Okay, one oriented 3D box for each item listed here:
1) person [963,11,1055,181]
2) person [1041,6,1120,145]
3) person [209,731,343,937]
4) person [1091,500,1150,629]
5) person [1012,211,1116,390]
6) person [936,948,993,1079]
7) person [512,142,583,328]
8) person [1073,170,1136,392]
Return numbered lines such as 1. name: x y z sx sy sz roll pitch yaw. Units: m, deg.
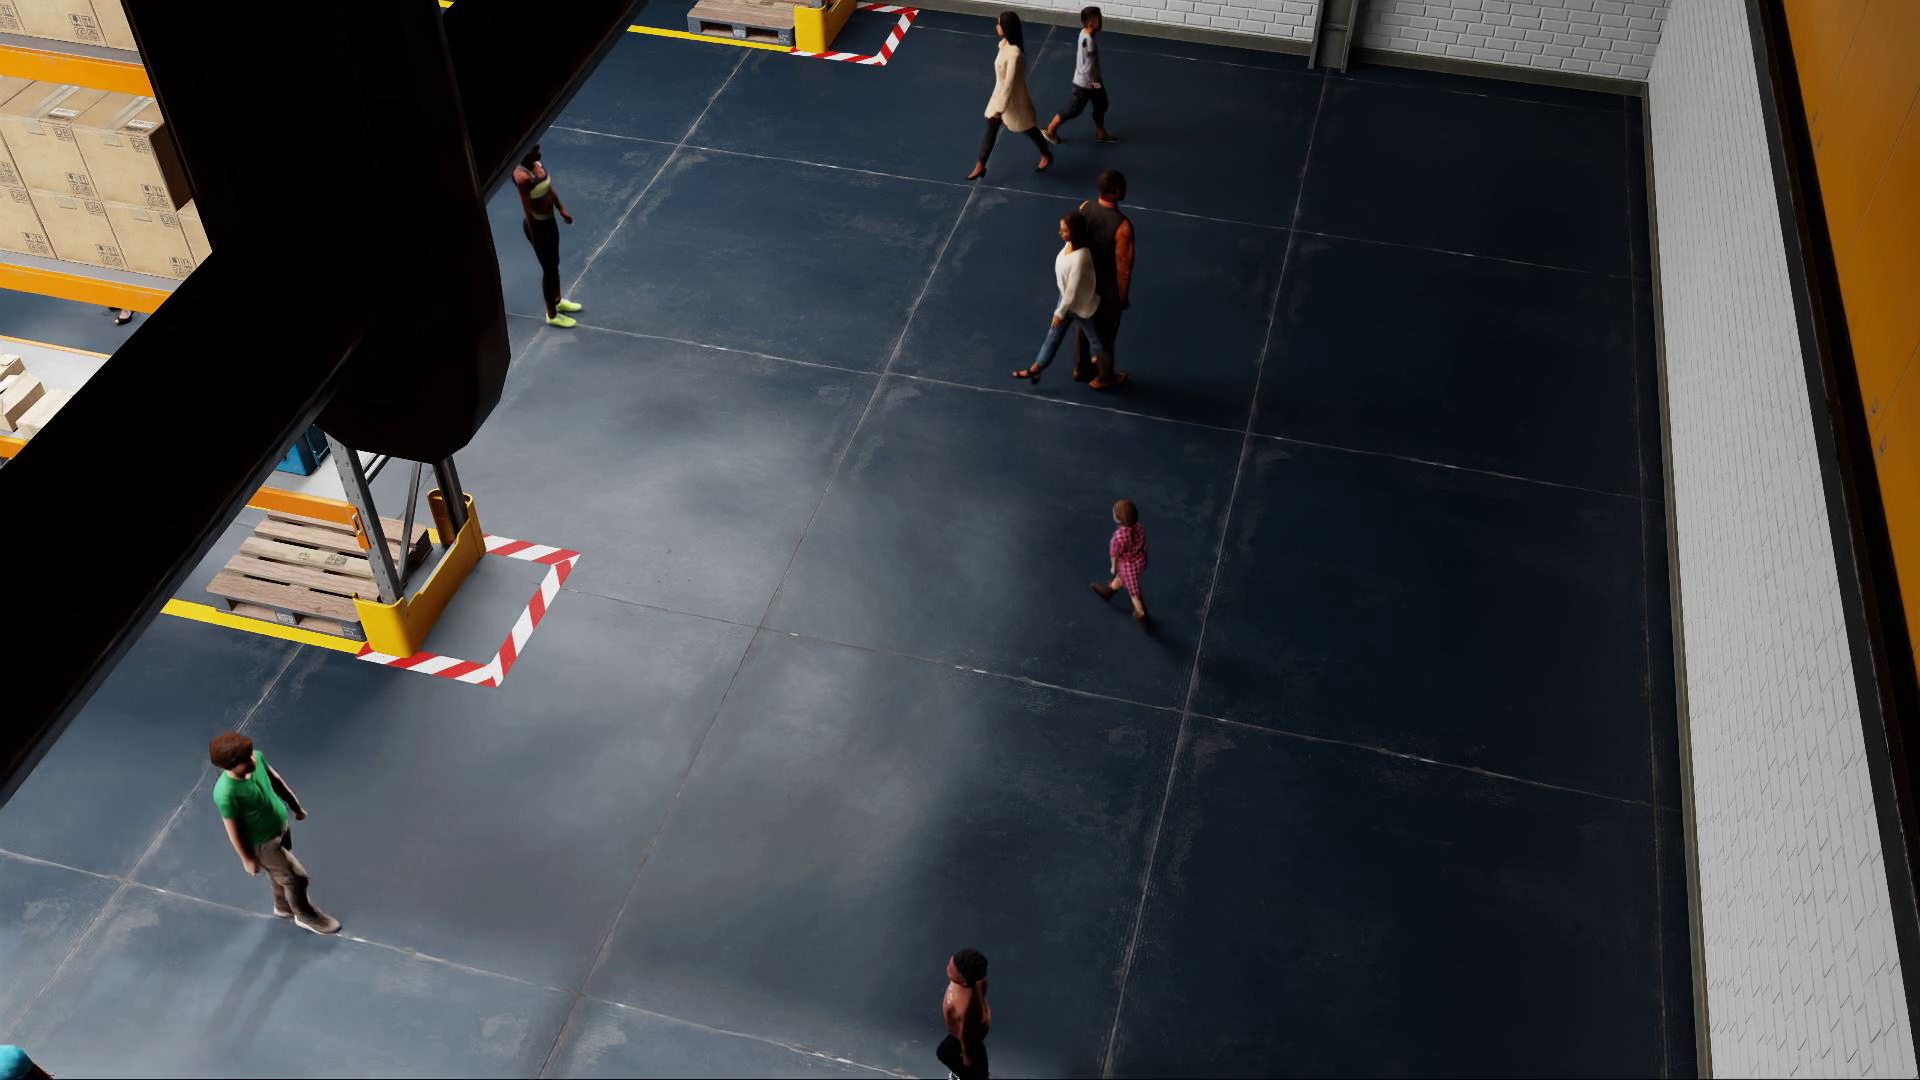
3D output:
1. person: 0.571 -4.040 15.339 1.210 1.624 1.026 -12 45 -13
2. person: 1.143 -4.456 15.919 1.059 1.426 0.734 2 44 2
3. person: -3.997 1.634 9.368 0.714 1.644 0.649 5 44 6
4. person: 1.185 0.187 11.360 0.669 0.990 0.794 -26 49 -25
5. person: 1.013 -1.855 13.034 1.167 1.638 0.929 -9 44 -9
6. person: 0.107 2.549 8.697 0.490 1.245 0.534 9 44 9
7. person: -3.491 -2.602 13.738 0.614 1.750 0.609 5 44 5
8. person: 1.112 -2.036 13.029 0.850 1.908 0.741 -33 53 -30
